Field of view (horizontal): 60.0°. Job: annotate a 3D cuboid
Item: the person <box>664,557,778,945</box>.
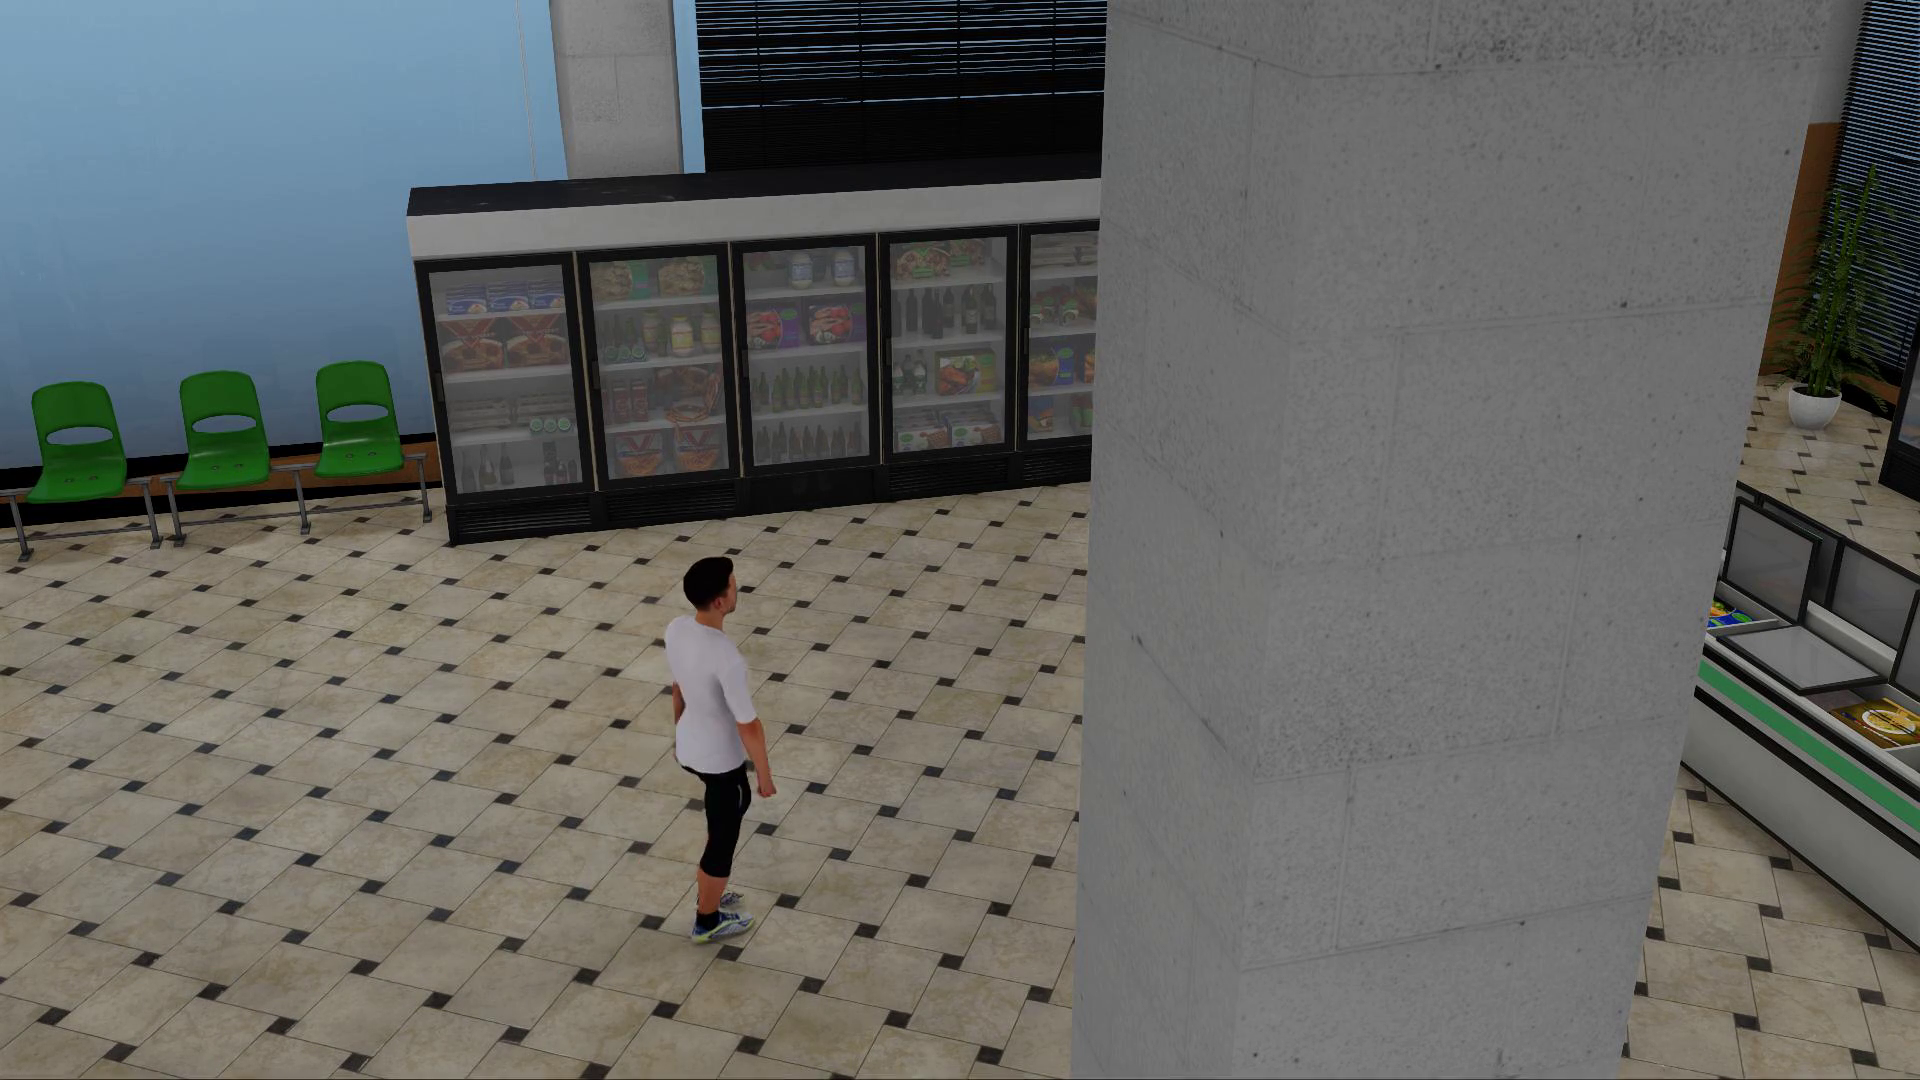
[{"bbox_3d":[-1.131,0.946,7.150,0.861,1.837,0.741,-18,30,-36],"label":"person"}]
